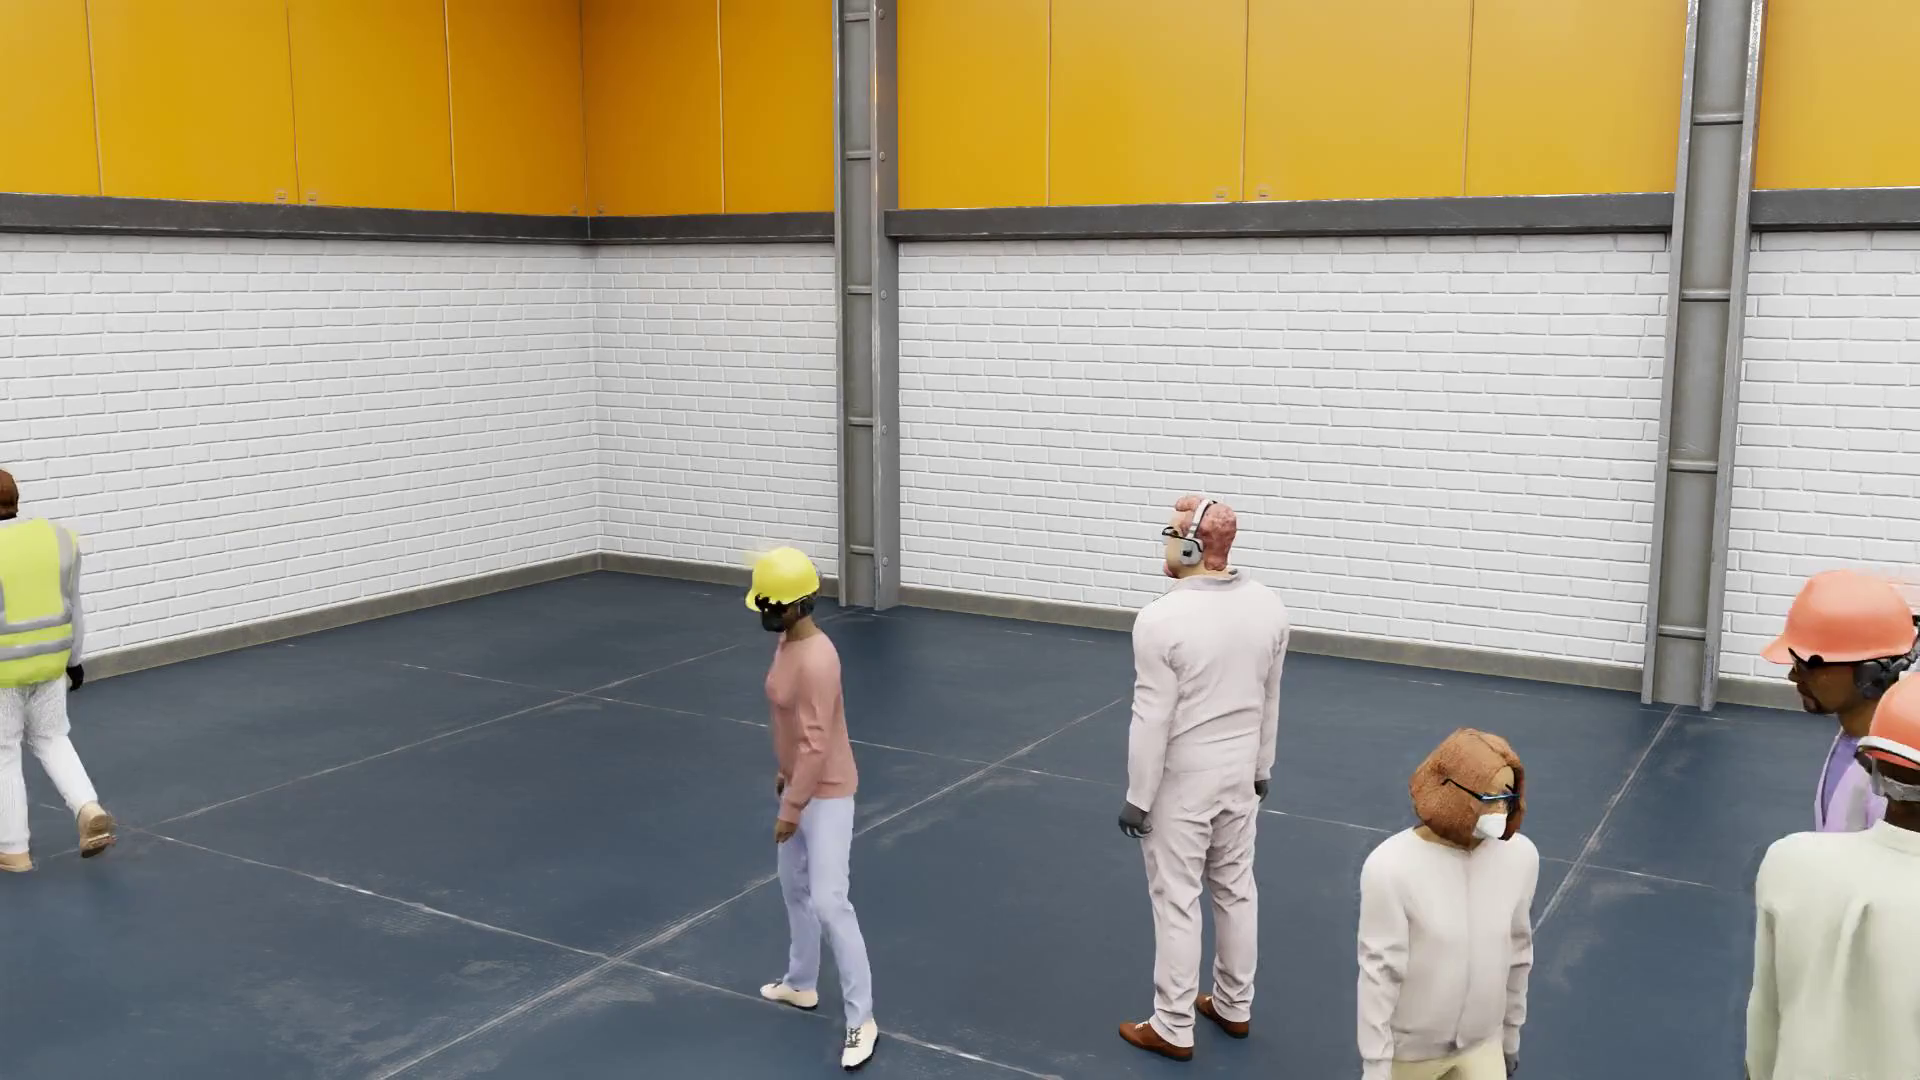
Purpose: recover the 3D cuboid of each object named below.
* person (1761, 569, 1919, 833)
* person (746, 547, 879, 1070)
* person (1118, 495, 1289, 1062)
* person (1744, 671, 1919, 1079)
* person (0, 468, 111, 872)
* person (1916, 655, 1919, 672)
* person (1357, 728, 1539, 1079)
[{"bbox_3d":[2.164,1.052,3.888,1.064,1.979,0.606,2,9,14],"label":"person"},{"bbox_3d":[-0.544,0.878,5.711,0.378,1.737,0.798,-3,10,-20],"label":"person"},{"bbox_3d":[0.797,0.796,5.649,0.651,1.913,0.410,-6,11,-35],"label":"person"},{"bbox_3d":[1.644,1.193,3.085,0.990,1.955,0.621,-4,10,-24],"label":"person"},{"bbox_3d":[-4.102,0.580,7.264,0.568,1.827,0.647,5,10,28],"label":"person"},{"bbox_3d":[3.967,0.776,6.632,0.523,1.636,0.310,-8,12,-40],"label":"person"},{"bbox_3d":[1.154,1.212,4.068,0.503,1.601,0.830,-2,9,-13],"label":"person"}]
